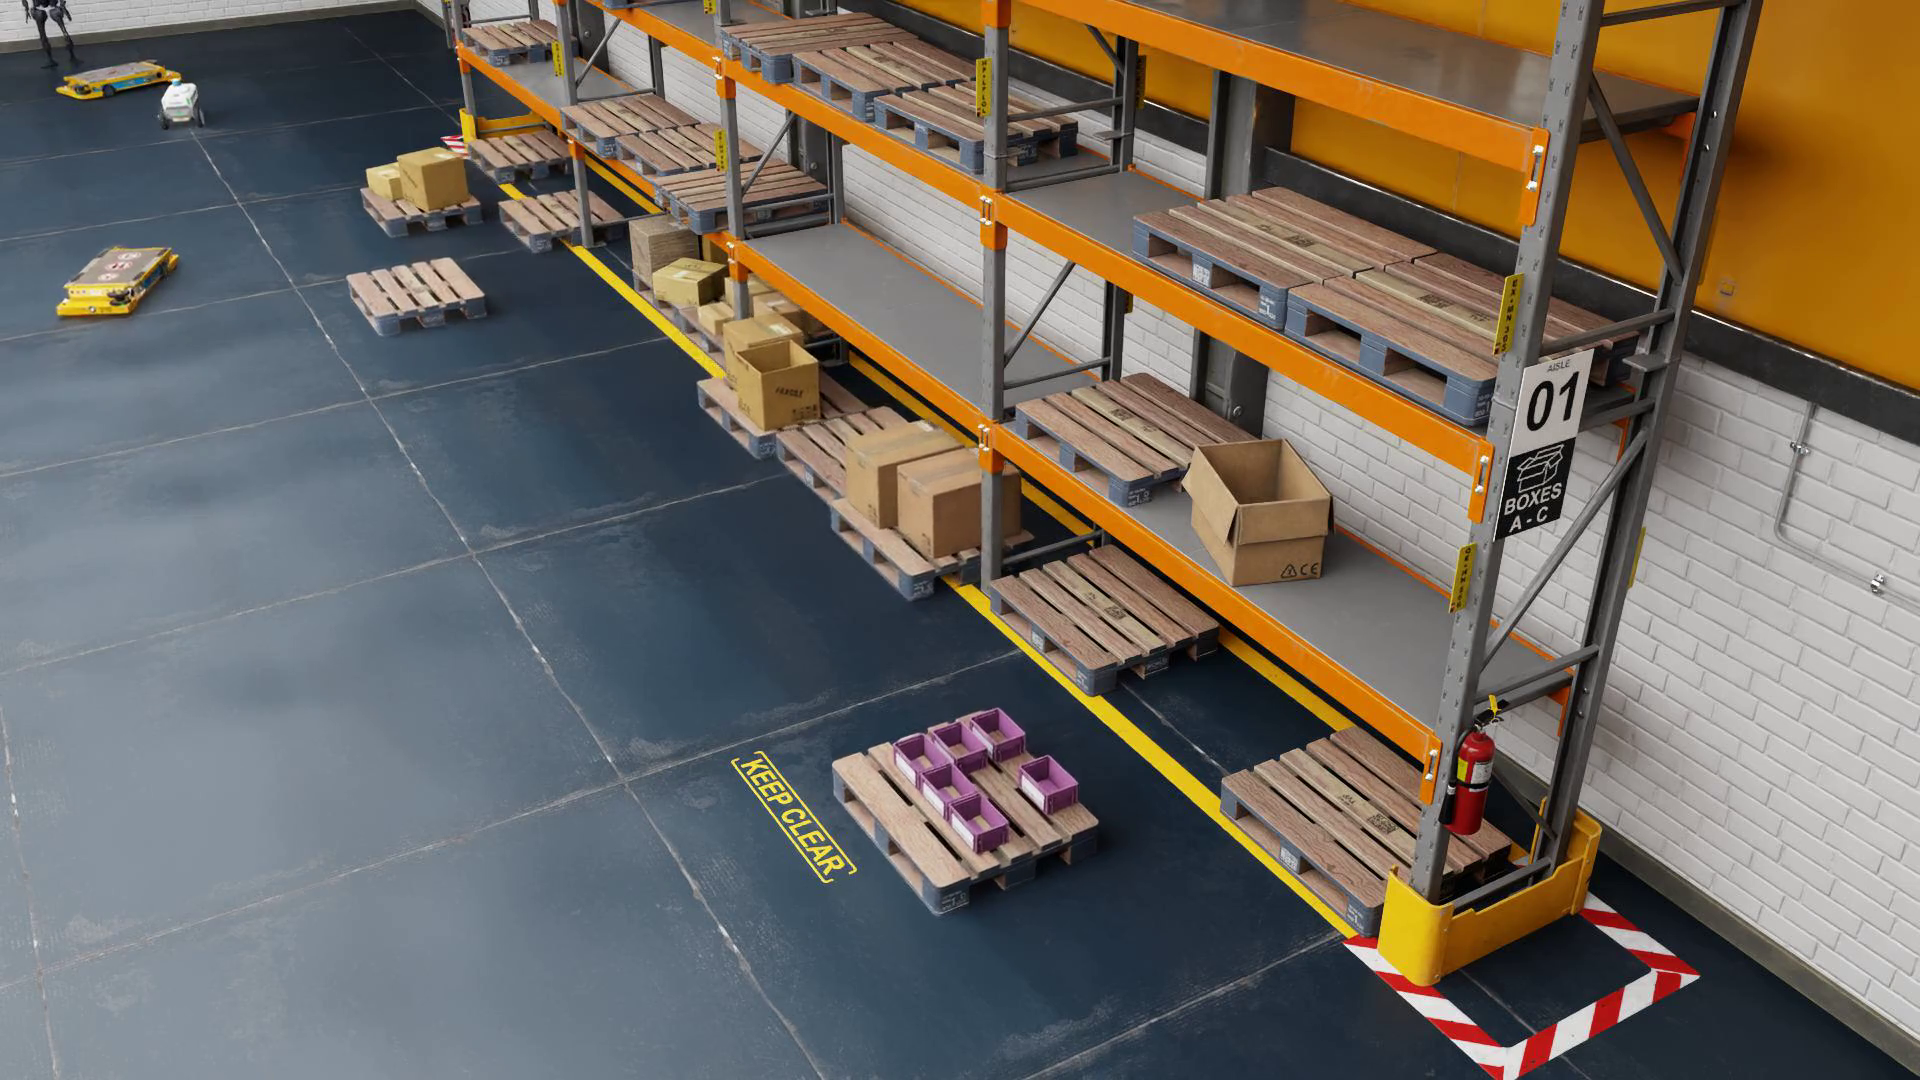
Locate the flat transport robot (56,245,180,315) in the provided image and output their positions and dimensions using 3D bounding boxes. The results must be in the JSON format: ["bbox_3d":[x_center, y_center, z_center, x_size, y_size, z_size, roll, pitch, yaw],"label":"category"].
[{"bbox_3d":[-8.130,-2.520,16.081,0.659,0.231,1.431,-2,30,-4],"label":"flat transport robot"}]

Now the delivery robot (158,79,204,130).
[{"bbox_3d":[-9.897,-5.536,21.132,0.499,0.612,0.805,-8,30,-13],"label":"delivery robot"}]

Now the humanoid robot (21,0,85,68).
[{"bbox_3d":[-12.900,-7.526,23.486,0.612,1.646,0.356,-8,30,-13],"label":"humanoid robot"}]

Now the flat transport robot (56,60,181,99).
[{"bbox_3d":[-11.508,-6.291,22.738,0.659,0.231,1.431,20,35,32],"label":"flat transport robot"}]
